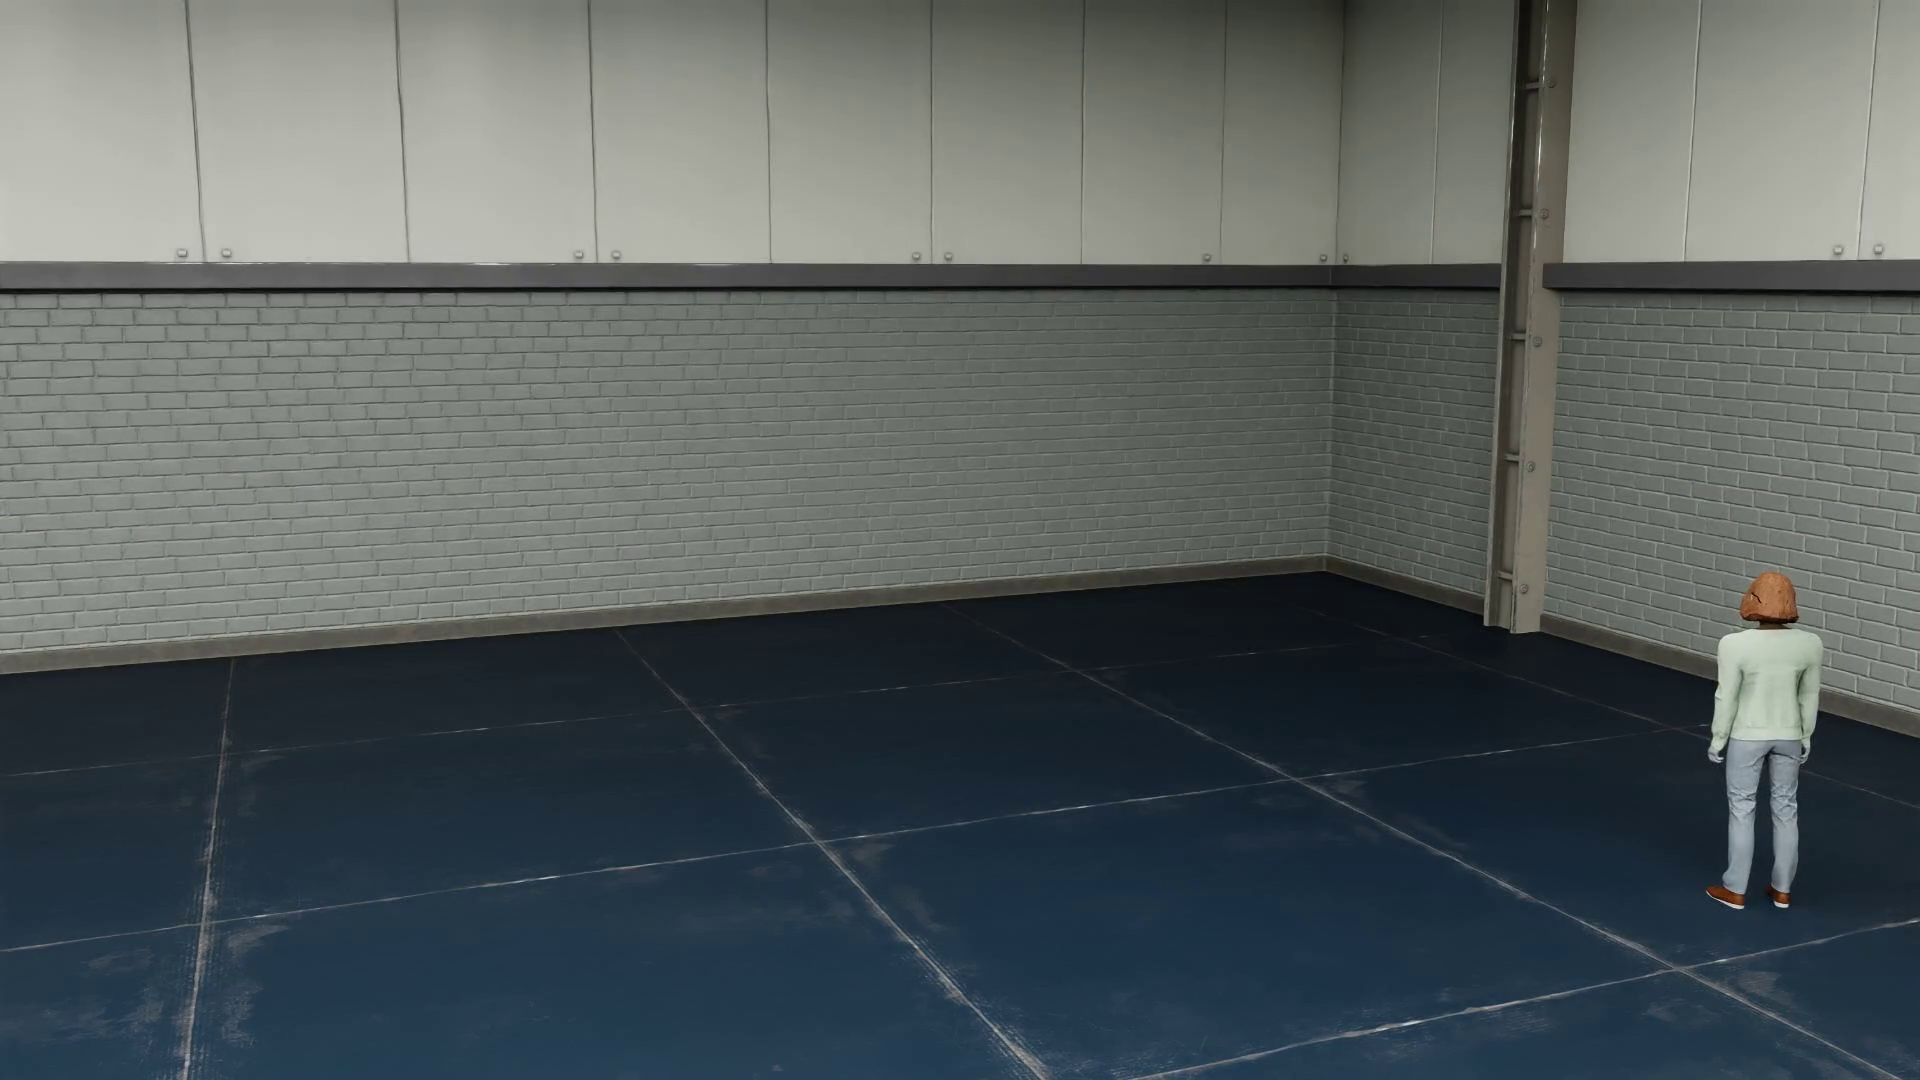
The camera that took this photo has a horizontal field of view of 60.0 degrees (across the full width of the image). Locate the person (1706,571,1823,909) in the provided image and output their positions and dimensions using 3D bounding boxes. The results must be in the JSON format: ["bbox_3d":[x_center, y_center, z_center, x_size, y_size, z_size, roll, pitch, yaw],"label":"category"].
[{"bbox_3d":[3.840,0.960,7.962,0.497,1.633,0.285,0,9,-1],"label":"person"}]
